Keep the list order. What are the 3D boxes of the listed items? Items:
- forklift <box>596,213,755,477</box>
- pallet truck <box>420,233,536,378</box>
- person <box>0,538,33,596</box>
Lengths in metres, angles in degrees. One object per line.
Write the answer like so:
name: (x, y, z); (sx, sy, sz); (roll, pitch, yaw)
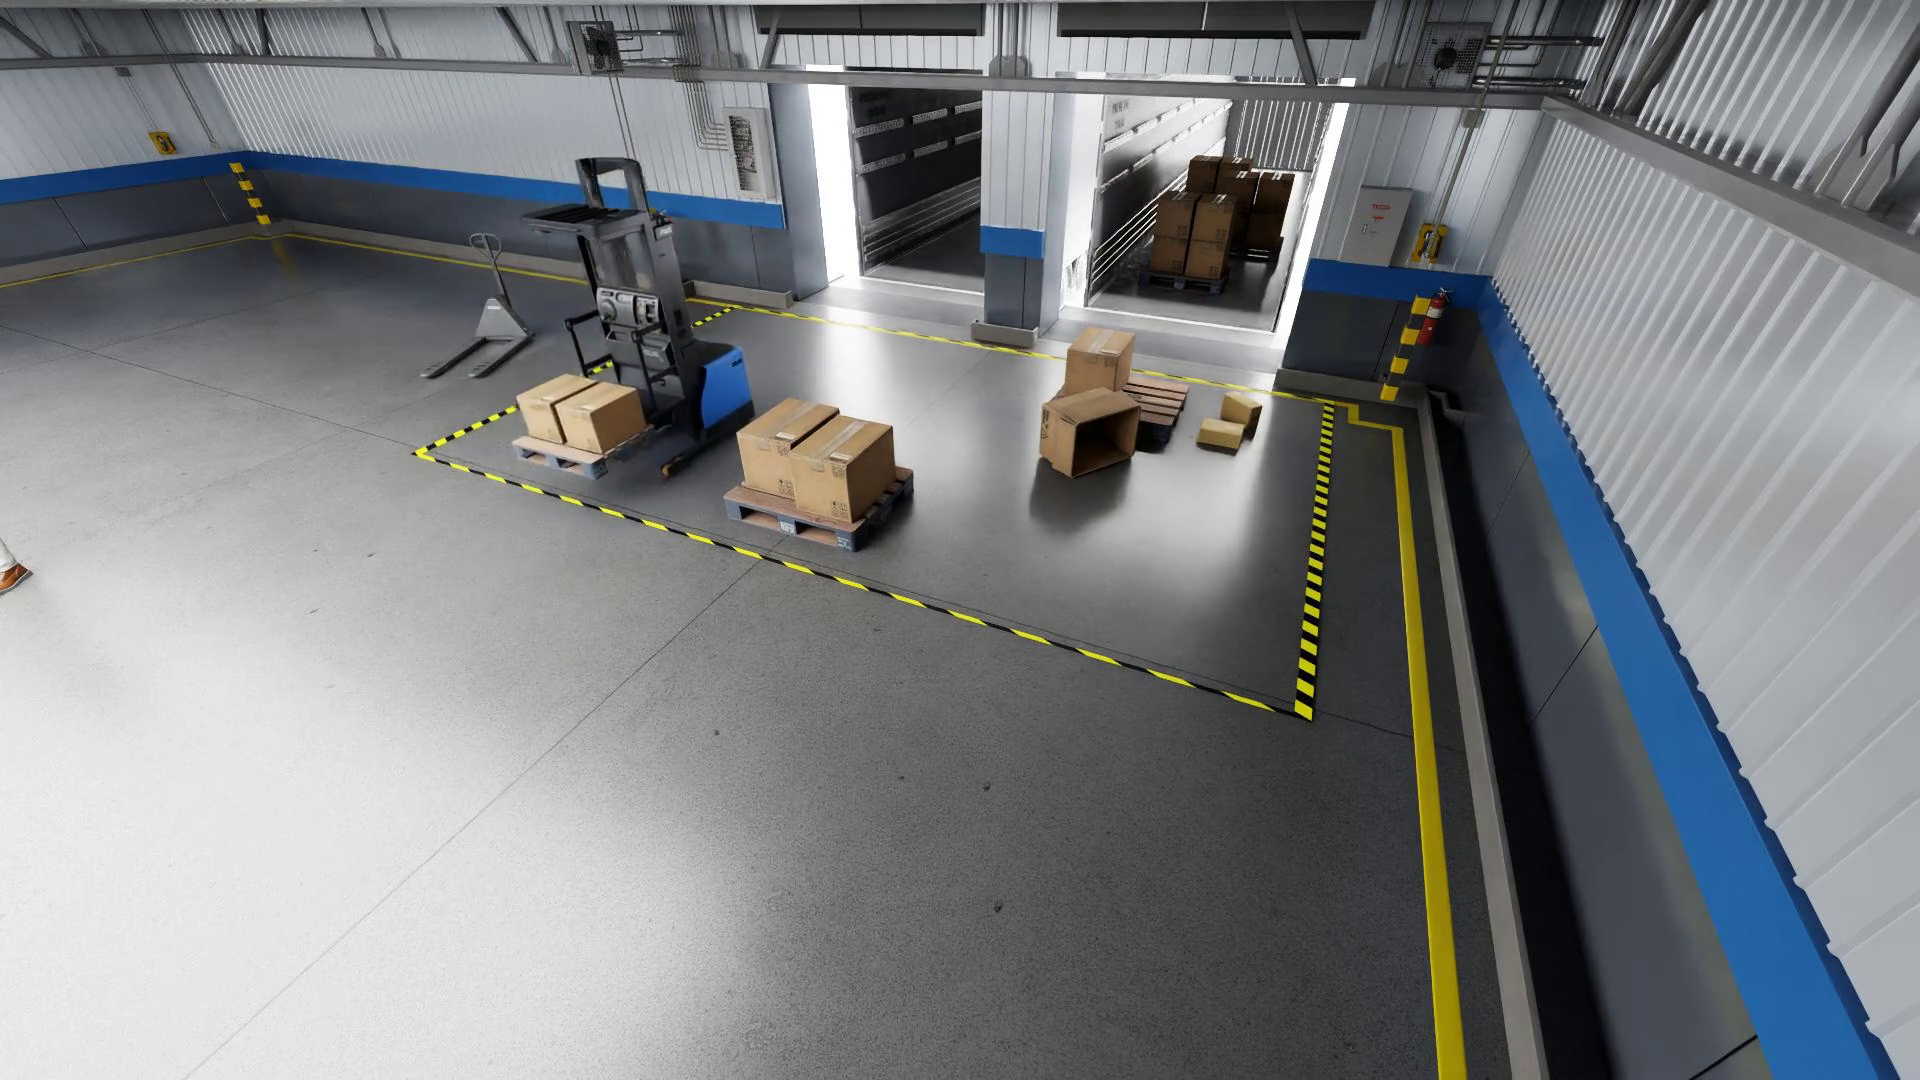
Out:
forklift: (-2.539, -1.887, 6.579); (0.716, 2.013, 0.776); (14, 38, 19)
pallet truck: (-5.664, -2.712, 8.427); (0.680, 1.201, 1.601); (0, 35, -1)
person: (-6.878, -0.454, 4.647); (0.614, 1.945, 0.398); (0, 35, 0)
